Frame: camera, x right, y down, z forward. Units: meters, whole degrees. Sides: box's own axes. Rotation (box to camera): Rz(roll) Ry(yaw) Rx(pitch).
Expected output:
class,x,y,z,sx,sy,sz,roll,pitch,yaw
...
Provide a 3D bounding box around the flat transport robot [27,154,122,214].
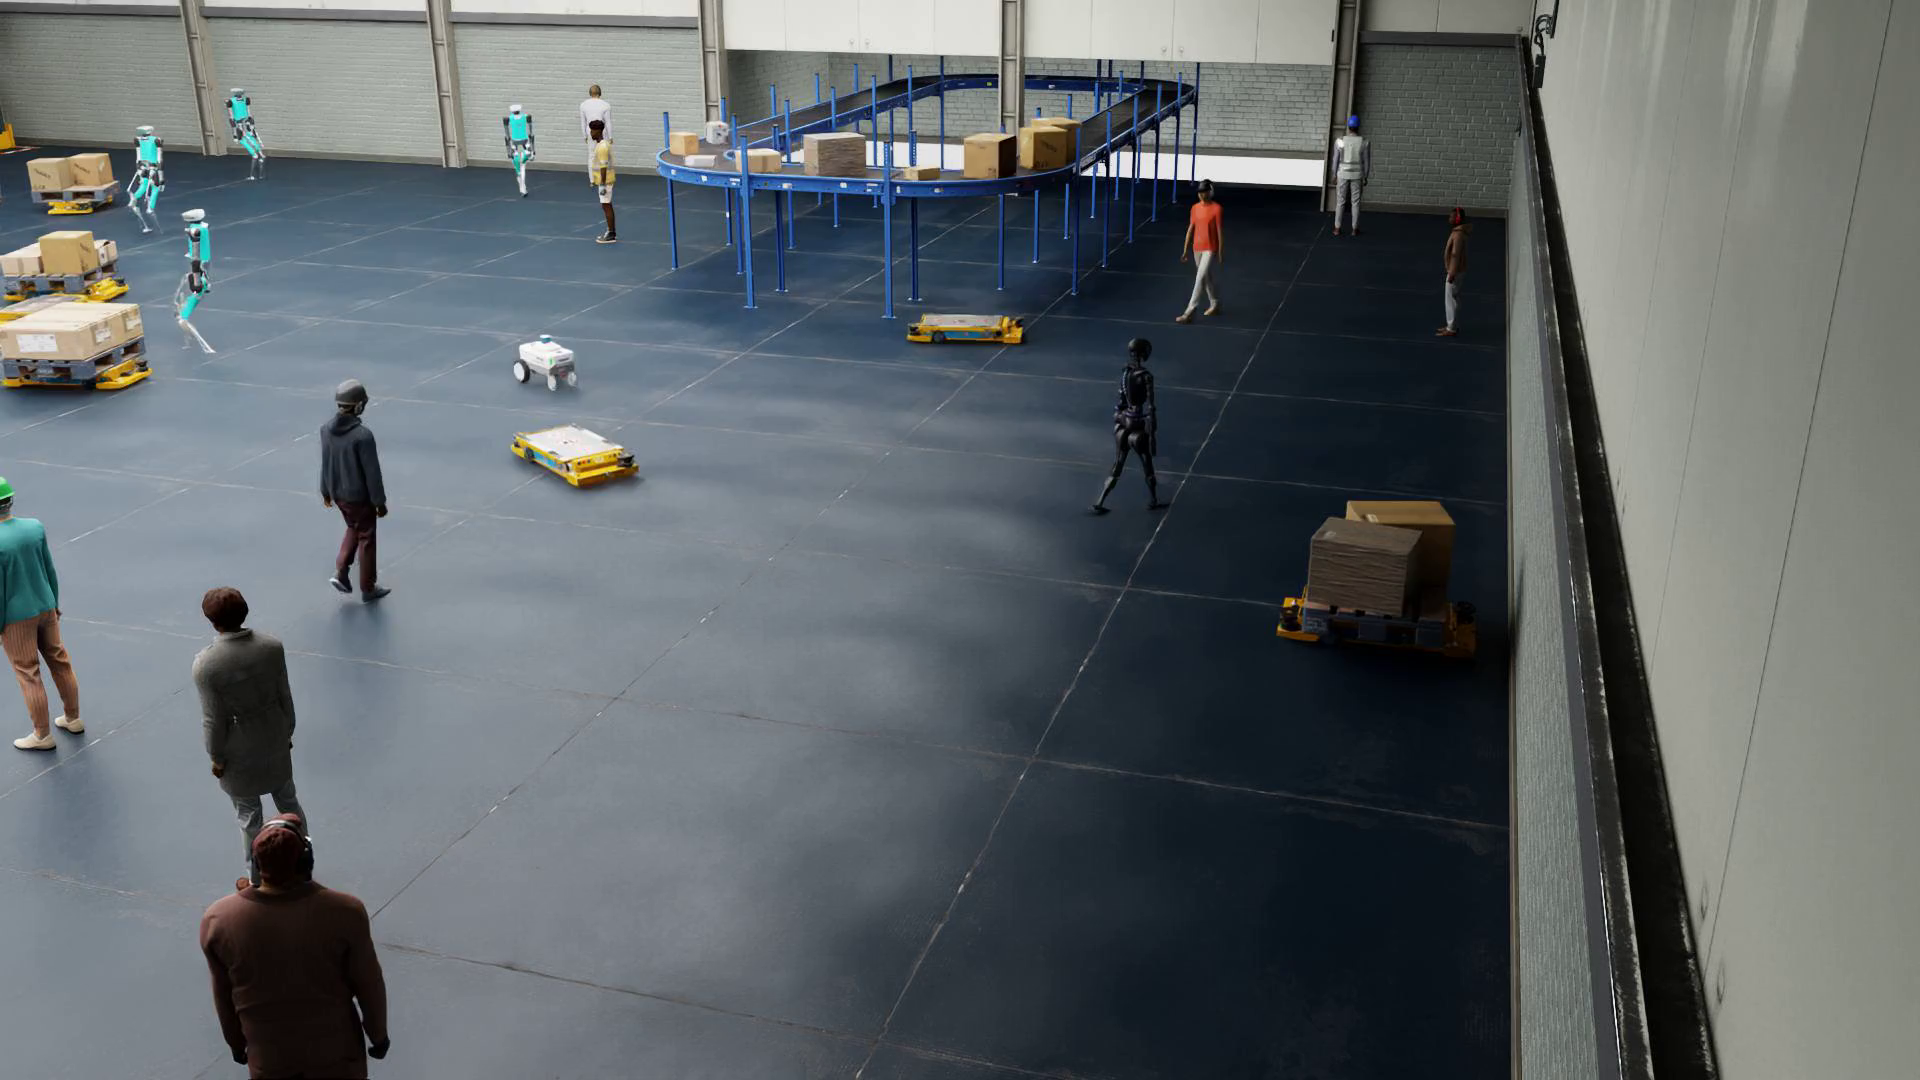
class,x,y,z,sx,sy,sz,roll,pitch,yaw
flat transport robot,-15.827,-6.059,29.892,0.659,0.231,1.431,-3,21,-8

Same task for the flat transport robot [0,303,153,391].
class,x,y,z,sx,sy,sz,roll,pitch,yaw
flat transport robot,-10.170,-1.929,19.181,1.431,0.231,0.659,2,21,5

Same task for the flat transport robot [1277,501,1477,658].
class,x,y,z,sx,sy,sz,roll,pitch,yaw
flat transport robot,3.154,0.617,12.577,1.431,0.231,0.659,6,22,15

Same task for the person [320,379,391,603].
class,x,y,z,sx,sy,sz,roll,pitch,yaw
person,-4.743,-0.375,13.029,0.579,1.791,0.455,10,23,24

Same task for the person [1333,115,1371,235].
class,x,y,z,sx,sy,sz,roll,pitch,yaw
person,6.442,-6.007,27.423,0.604,1.950,0.381,5,22,13

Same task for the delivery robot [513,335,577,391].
class,x,y,z,sx,sy,sz,roll,pitch,yaw
delivery robot,-4.755,-2.048,19.115,0.809,0.611,0.499,20,28,41

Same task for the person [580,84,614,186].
class,x,y,z,sx,sy,sz,roll,pitch,yaw
person,-6.995,-7.801,32.114,0.623,1.931,0.375,4,21,9

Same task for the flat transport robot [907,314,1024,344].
class,x,y,z,sx,sy,sz,roll,pitch,yaw
flat transport robot,0.077,-2.675,21.115,1.431,0.231,0.659,2,21,5

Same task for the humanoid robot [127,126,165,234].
class,x,y,z,sx,sy,sz,roll,pitch,yaw
humanoid robot,-13.489,-5.875,27.434,0.553,1.801,0.840,7,22,17

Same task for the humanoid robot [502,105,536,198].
class,x,y,z,sx,sy,sz,roll,pitch,yaw
humanoid robot,-8.161,-7.172,30.759,0.562,1.743,1.010,-10,23,-25

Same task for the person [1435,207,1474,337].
class,x,y,z,sx,sy,sz,roll,pitch,yaw
person,6.271,-3.388,21.053,0.315,1.648,0.471,7,22,18

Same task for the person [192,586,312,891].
class,x,y,z,sx,sy,sz,roll,pitch,yaw
person,-3.890,1.111,9.131,0.366,1.830,0.501,18,27,38

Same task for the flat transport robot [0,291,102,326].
class,x,y,z,sx,sy,sz,roll,pitch,yaw
flat transport robot,-12.143,-3.031,22.040,0.659,0.231,1.431,4,21,10

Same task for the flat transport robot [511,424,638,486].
class,x,y,z,sx,sy,sz,roll,pitch,yaw
flat transport robot,-3.812,-0.849,16.380,0.659,0.231,1.431,-17,27,-36

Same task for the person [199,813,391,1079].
class,x,y,z,sx,sy,sz,roll,pitch,yaw
person,-2.657,1.991,6.771,0.658,1.894,0.408,-3,21,-9

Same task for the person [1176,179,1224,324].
class,x,y,z,sx,sy,sz,roll,pitch,yaw
person,3.193,-3.803,21.840,1.017,1.857,0.499,-19,28,-41

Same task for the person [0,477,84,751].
class,x,y,z,sx,sy,sz,roll,pitch,yaw
person,-6.050,0.469,10.740,0.362,1.868,0.518,8,23,21

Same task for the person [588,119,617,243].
class,x,y,z,sx,sy,sz,roll,pitch,yaw
person,-5.759,-5.801,26.880,0.371,1.958,0.603,-3,21,-8

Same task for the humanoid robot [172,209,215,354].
class,x,y,z,sx,sy,sz,roll,pitch,yaw
humanoid robot,-9.494,-3.113,20.293,0.805,1.806,0.530,-5,22,-12

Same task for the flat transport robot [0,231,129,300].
class,x,y,z,sx,sy,sz,roll,pitch,yaw
flat transport robot,-12.514,-3.531,23.335,1.431,0.231,0.659,0,21,-1

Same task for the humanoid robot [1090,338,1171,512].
class,x,y,z,sx,sy,sz,roll,pitch,yaw
humanoid robot,1.545,-1.020,14.958,0.782,1.645,0.589,-11,24,-26

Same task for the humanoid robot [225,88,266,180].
class,x,y,z,sx,sy,sz,roll,pitch,yaw
humanoid robot,-14.036,-8.006,32.902,0.697,1.781,0.530,11,24,26
